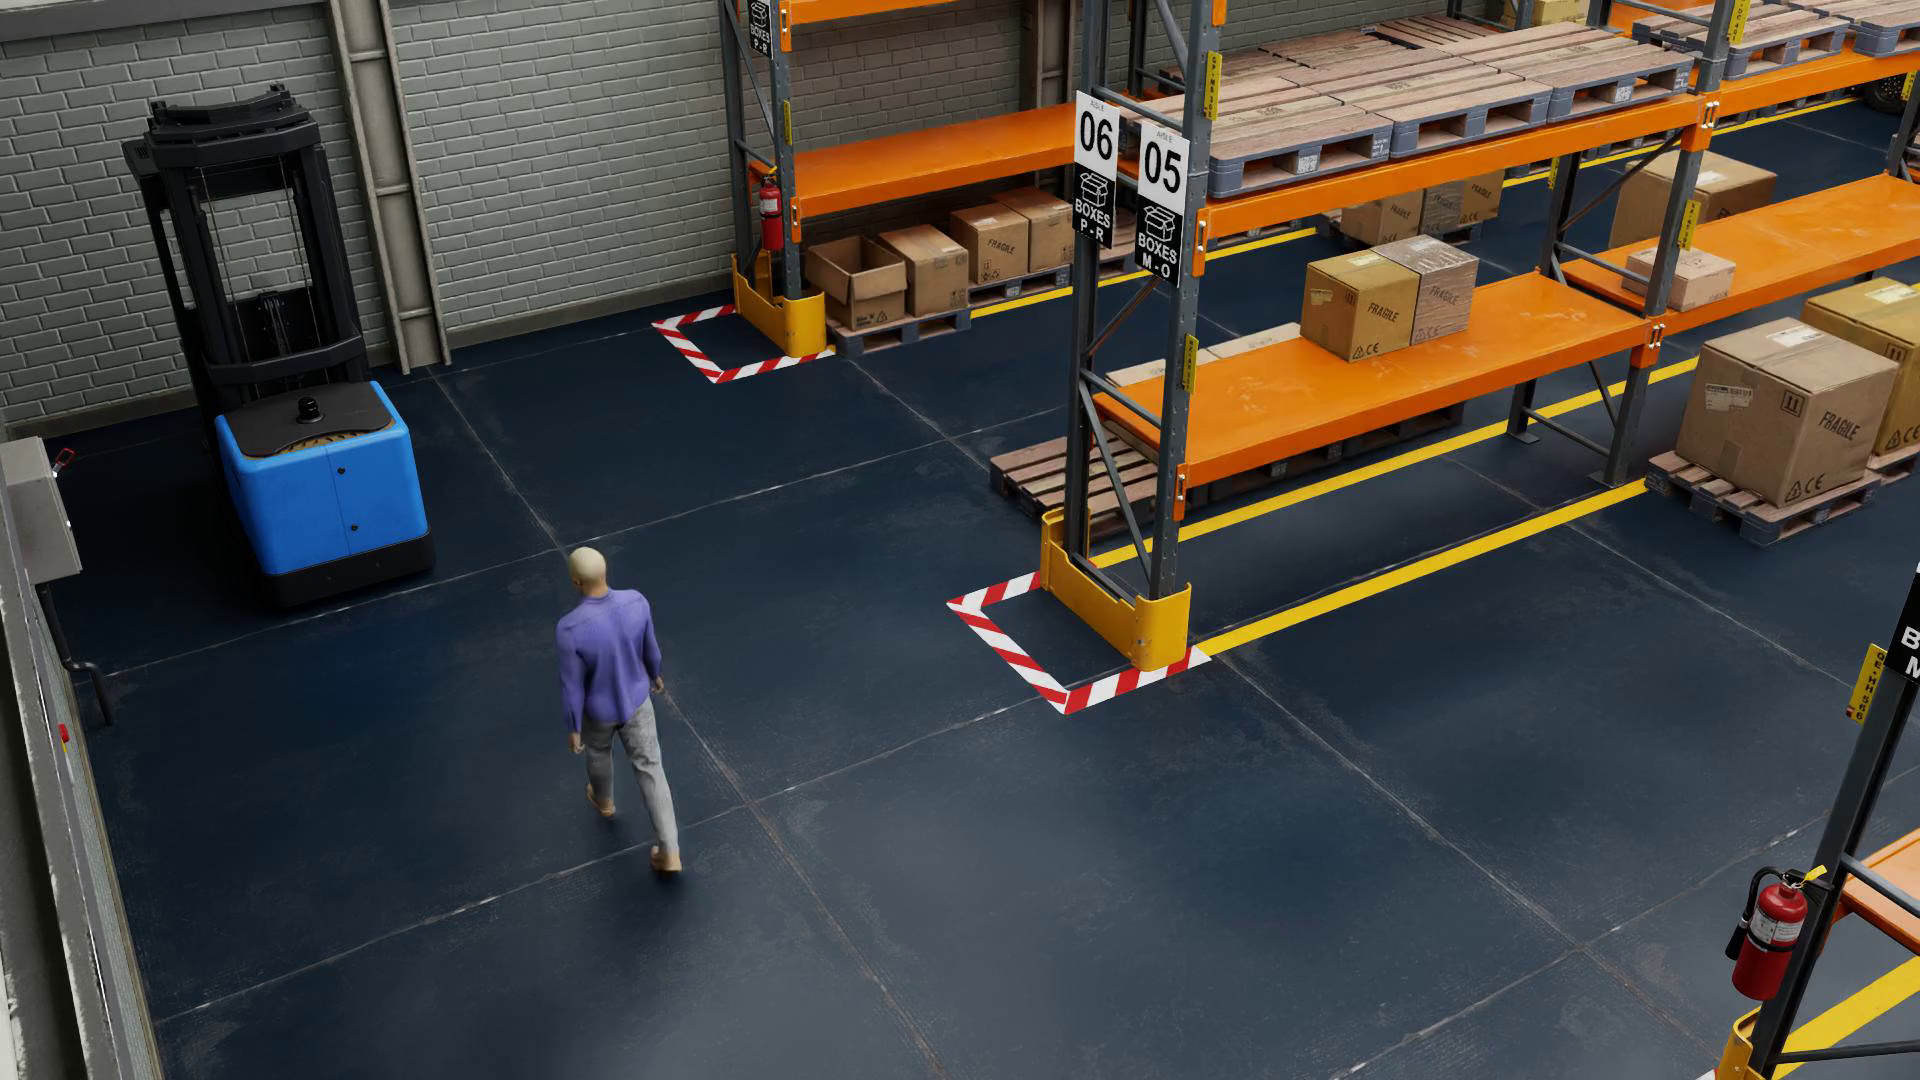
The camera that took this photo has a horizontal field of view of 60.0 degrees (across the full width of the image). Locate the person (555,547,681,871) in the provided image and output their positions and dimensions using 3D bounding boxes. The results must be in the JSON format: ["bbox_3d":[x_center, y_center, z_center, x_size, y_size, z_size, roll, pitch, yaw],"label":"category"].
[{"bbox_3d":[-1.687,0.820,8.217,0.586,1.750,0.971,-18,36,-26],"label":"person"}]

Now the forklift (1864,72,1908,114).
[{"bbox_3d":[11.468,-5.645,18.244,1.214,2.155,2.313,-17,36,-26],"label":"forklift"}]

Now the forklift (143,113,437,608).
[{"bbox_3d":[-4.289,-1.259,10.509,1.129,2.768,1.873,-17,36,-26],"label":"forklift"}]
